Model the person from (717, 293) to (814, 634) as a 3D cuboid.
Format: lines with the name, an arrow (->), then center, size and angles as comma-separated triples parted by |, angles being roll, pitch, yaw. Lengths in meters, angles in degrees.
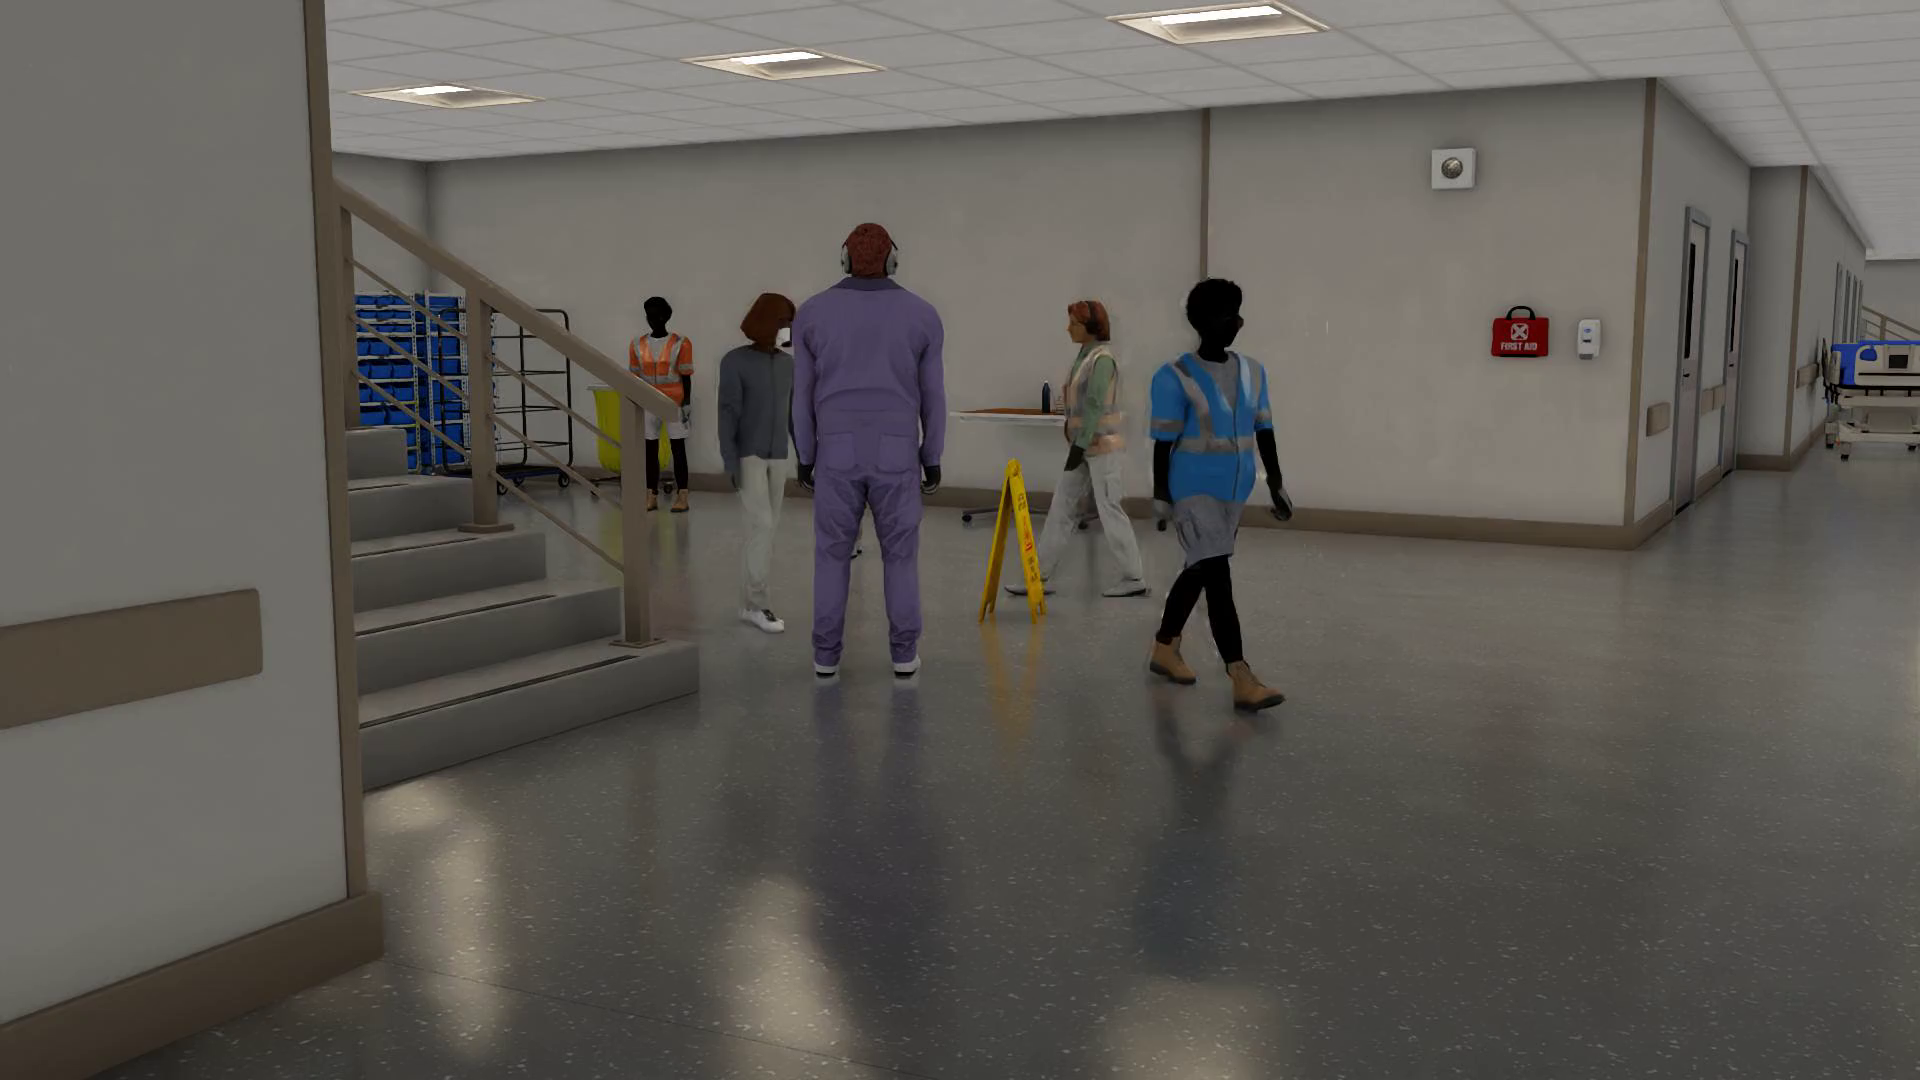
person -> -0.884, -0.362, 7.927 | 0.538, 1.612, 0.519 | 6, 10, 40

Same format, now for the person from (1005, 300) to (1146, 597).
person -> 0.659, -0.479, 8.919 | 0.745, 1.602, 0.518 | -2, 8, -16

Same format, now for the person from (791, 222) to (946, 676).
person -> -0.379, -0.374, 7.004 | 0.644, 1.899, 0.397 | 0, 7, -1

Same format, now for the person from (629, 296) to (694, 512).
person -> -2.334, -1.054, 13.007 | 0.530, 1.689, 0.321 | 1, 7, 7

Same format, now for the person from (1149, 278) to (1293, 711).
person -> 0.995, -0.191, 6.528 | 0.537, 1.648, 0.878 | -5, 9, -34
